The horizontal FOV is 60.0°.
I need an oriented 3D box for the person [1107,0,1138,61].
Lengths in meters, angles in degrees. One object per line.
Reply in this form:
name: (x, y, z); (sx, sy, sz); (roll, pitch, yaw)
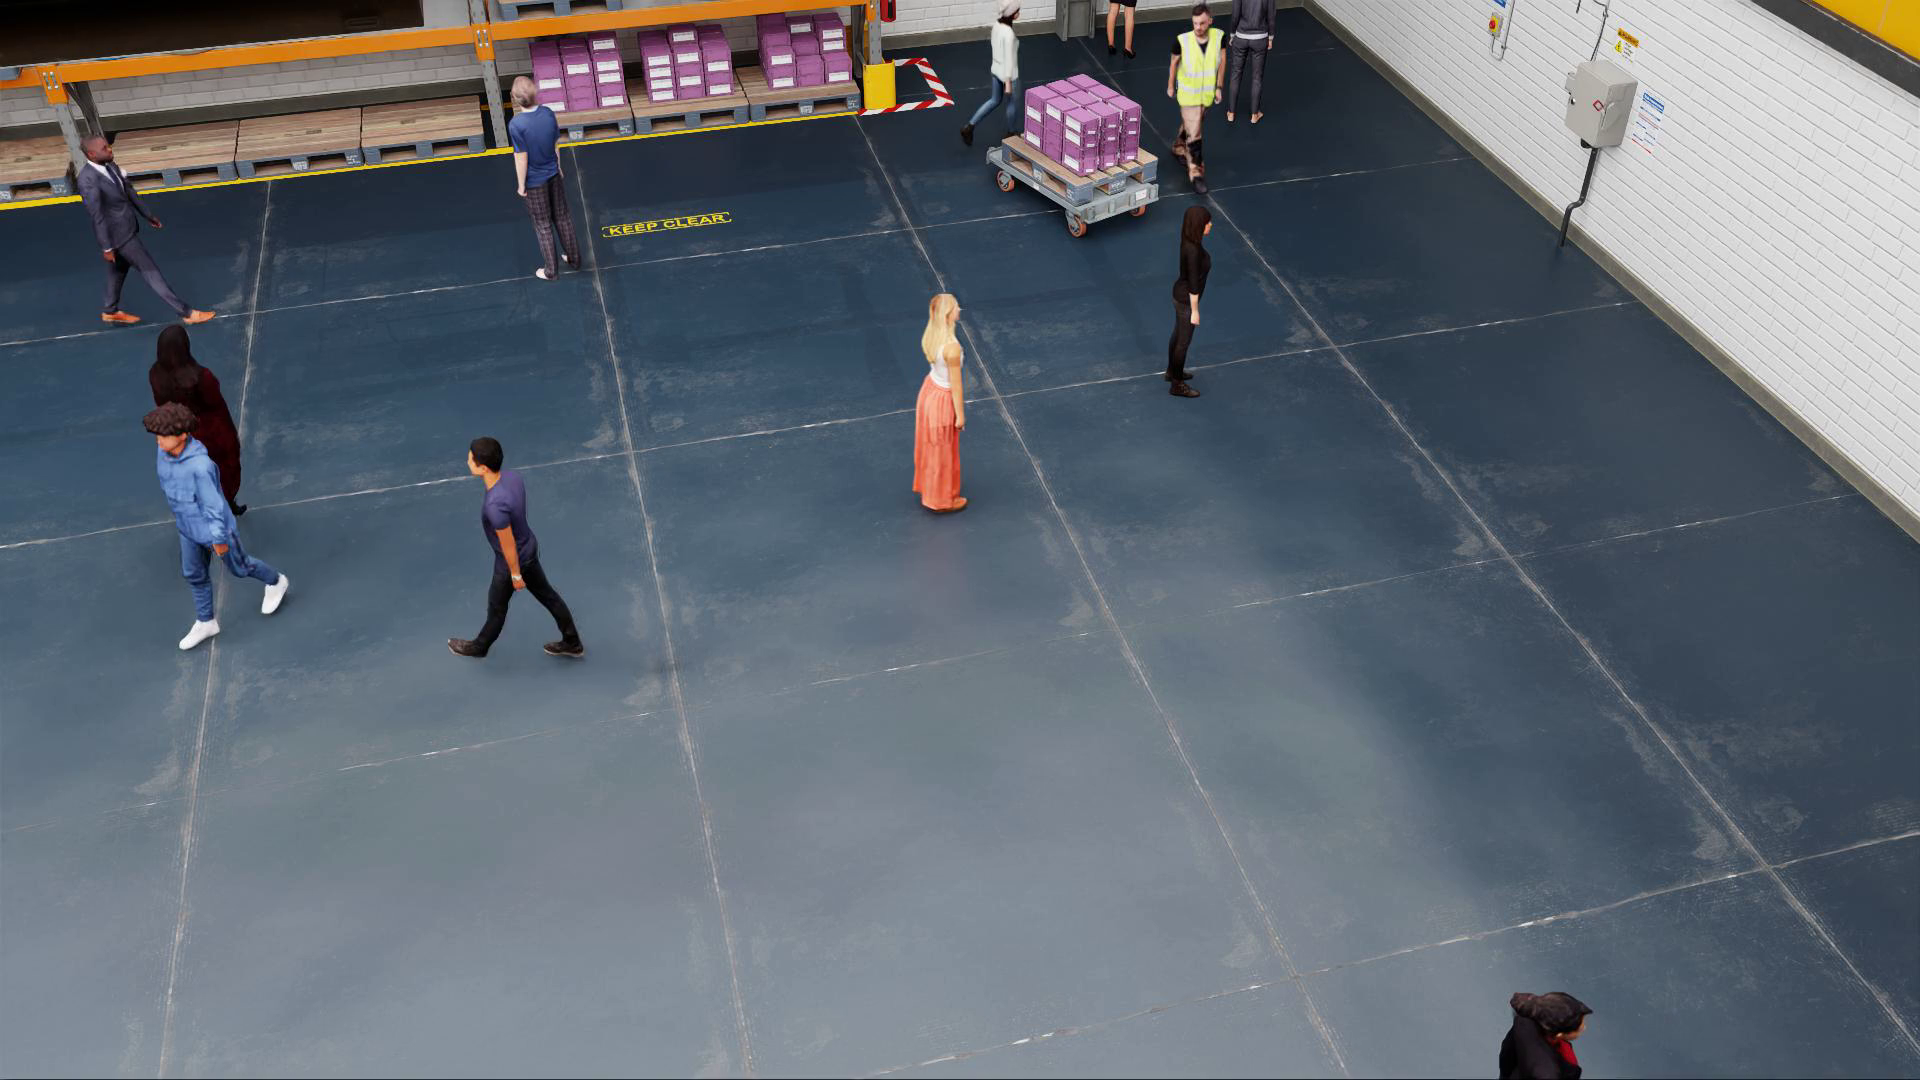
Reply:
person: (1.837, -6.239, 18.661); (0.602, 1.677, 0.654); (21, 43, 25)

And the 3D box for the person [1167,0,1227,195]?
person: (2.291, -4.366, 16.231); (1.157, 1.784, 0.769); (-11, 40, -13)

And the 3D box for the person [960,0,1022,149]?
person: (0.371, -4.678, 16.761); (1.068, 1.609, 0.729); (-17, 42, -21)

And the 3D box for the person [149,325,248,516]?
person: (-5.342, -0.667, 11.650); (1.032, 1.720, 1.026); (10, 40, 13)

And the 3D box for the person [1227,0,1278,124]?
person: (3.030, -5.234, 17.330); (0.614, 1.768, 0.749); (8, 39, 10)

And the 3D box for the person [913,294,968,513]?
person: (-0.145, -0.985, 11.982); (0.609, 1.804, 0.651); (-14, 41, -16)

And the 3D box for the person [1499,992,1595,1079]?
person: (2.576, 2.617, 7.602); (0.641, 1.640, 0.622); (-2, 39, -3)

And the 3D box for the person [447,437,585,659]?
person: (-2.761, 0.111, 10.657); (1.174, 1.744, 0.874); (0, 39, 0)

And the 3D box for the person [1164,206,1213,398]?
person: (1.808, -1.921, 13.284); (0.569, 1.642, 0.614); (-1, 39, -1)

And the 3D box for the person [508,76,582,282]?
person: (-3.695, -3.196, 14.697); (0.797, 1.870, 0.690); (27, 46, 30)

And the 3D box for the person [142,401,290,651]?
person: (-4.909, -0.152, 10.953); (1.085, 1.785, 1.159); (19, 43, 23)

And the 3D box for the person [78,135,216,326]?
person: (-7.119, -2.542, 13.951); (1.251, 1.779, 0.808); (-5, 39, -6)
